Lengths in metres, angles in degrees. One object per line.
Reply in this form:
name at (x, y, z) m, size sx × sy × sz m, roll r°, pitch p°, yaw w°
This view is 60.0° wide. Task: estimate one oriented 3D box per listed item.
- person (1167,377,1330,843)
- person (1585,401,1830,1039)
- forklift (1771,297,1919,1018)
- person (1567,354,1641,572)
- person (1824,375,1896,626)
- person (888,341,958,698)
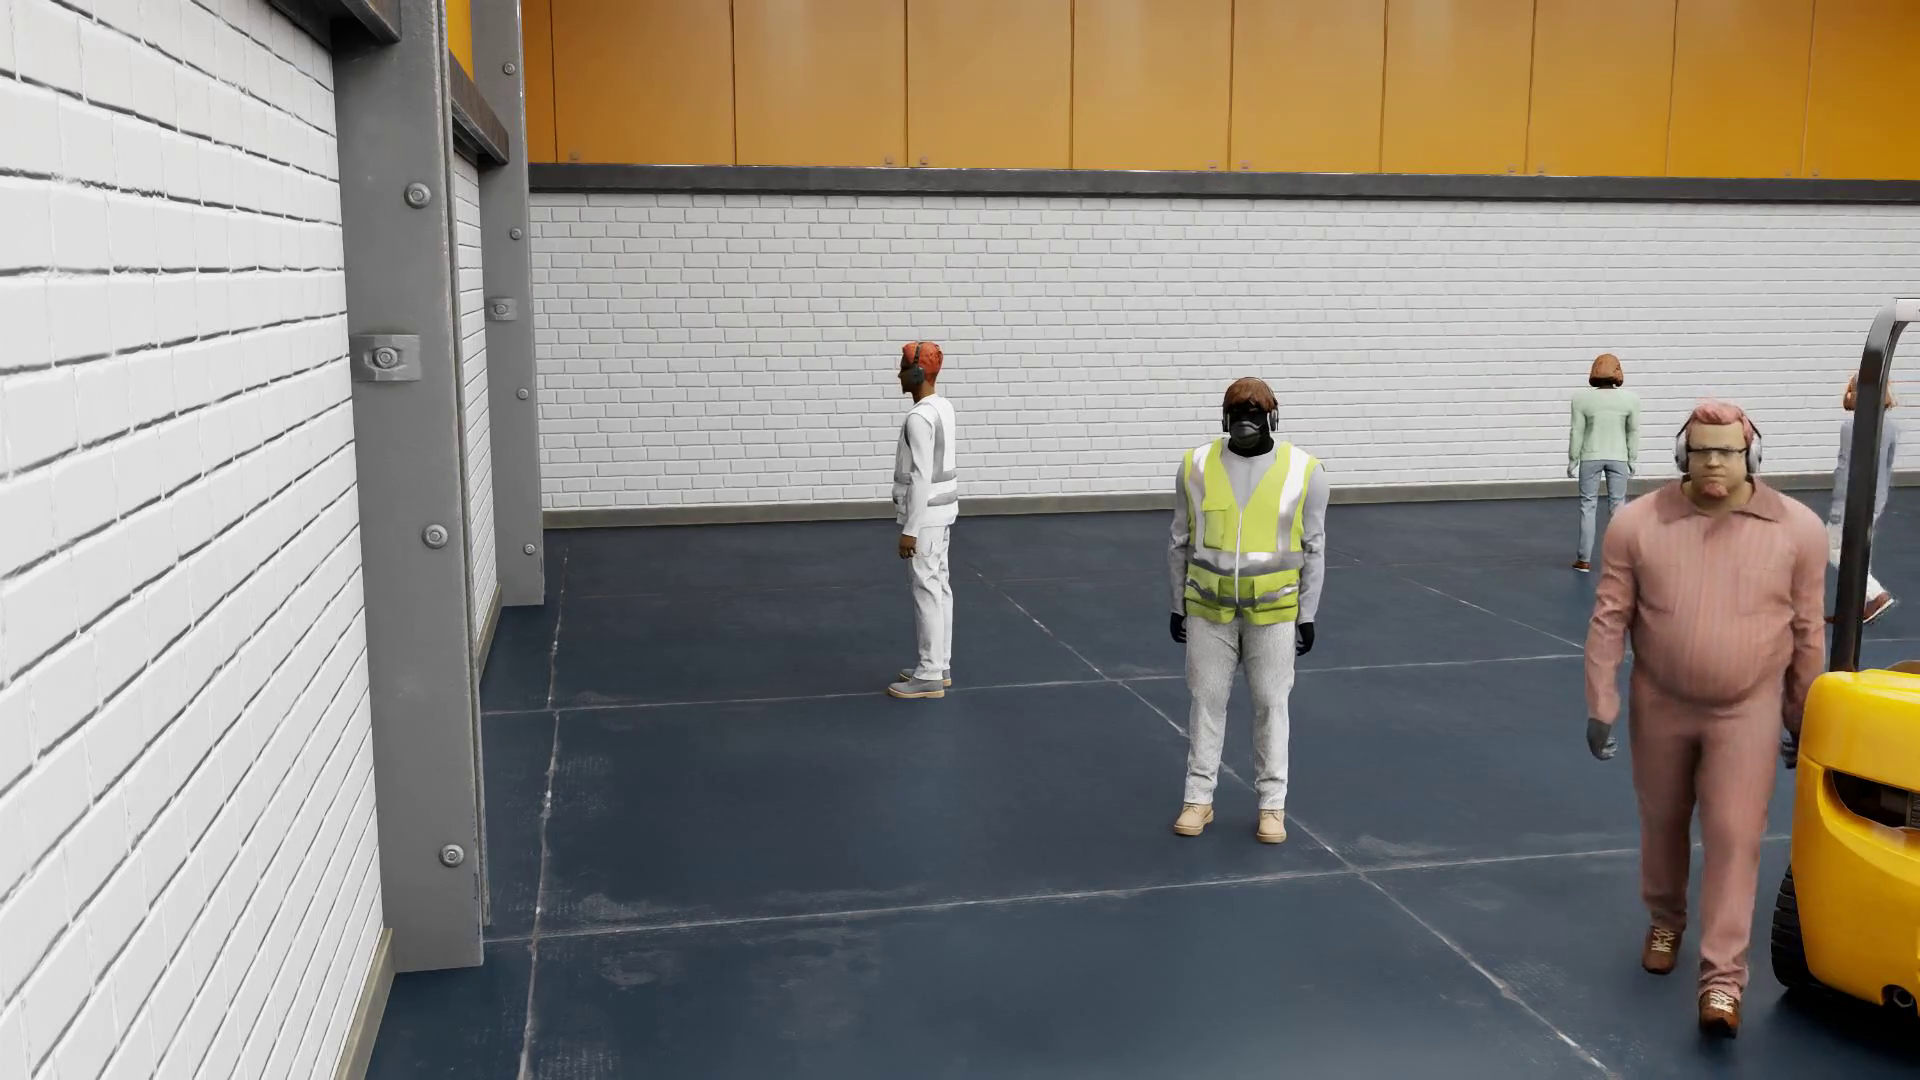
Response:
person at (1.123, 0.277, 6.595) m, size 0.626 × 1.844 × 0.429 m, roll 3°, pitch 10°, yaw 17°
person at (2.231, 0.521, 5.042) m, size 0.656 × 1.859 × 0.952 m, roll 5°, pitch 11°, yaw 30°
forklift at (3.542, 0.334, 5.177) m, size 2.313 × 2.155 × 1.214 m, roll -9°, pitch 13°, yaw -43°
person at (4.783, -0.569, 12.383) m, size 0.498 × 1.633 × 0.280 m, roll 2°, pitch 10°, yaw 12°
person at (5.628, -0.230, 10.368) m, size 0.516 × 1.613 × 0.415 m, roll -6°, pitch 11°, yaw -31°
person at (-0.195, -0.105, 8.801) m, size 0.356 × 1.883 × 0.574 m, roll 2°, pitch 10°, yaw 12°
